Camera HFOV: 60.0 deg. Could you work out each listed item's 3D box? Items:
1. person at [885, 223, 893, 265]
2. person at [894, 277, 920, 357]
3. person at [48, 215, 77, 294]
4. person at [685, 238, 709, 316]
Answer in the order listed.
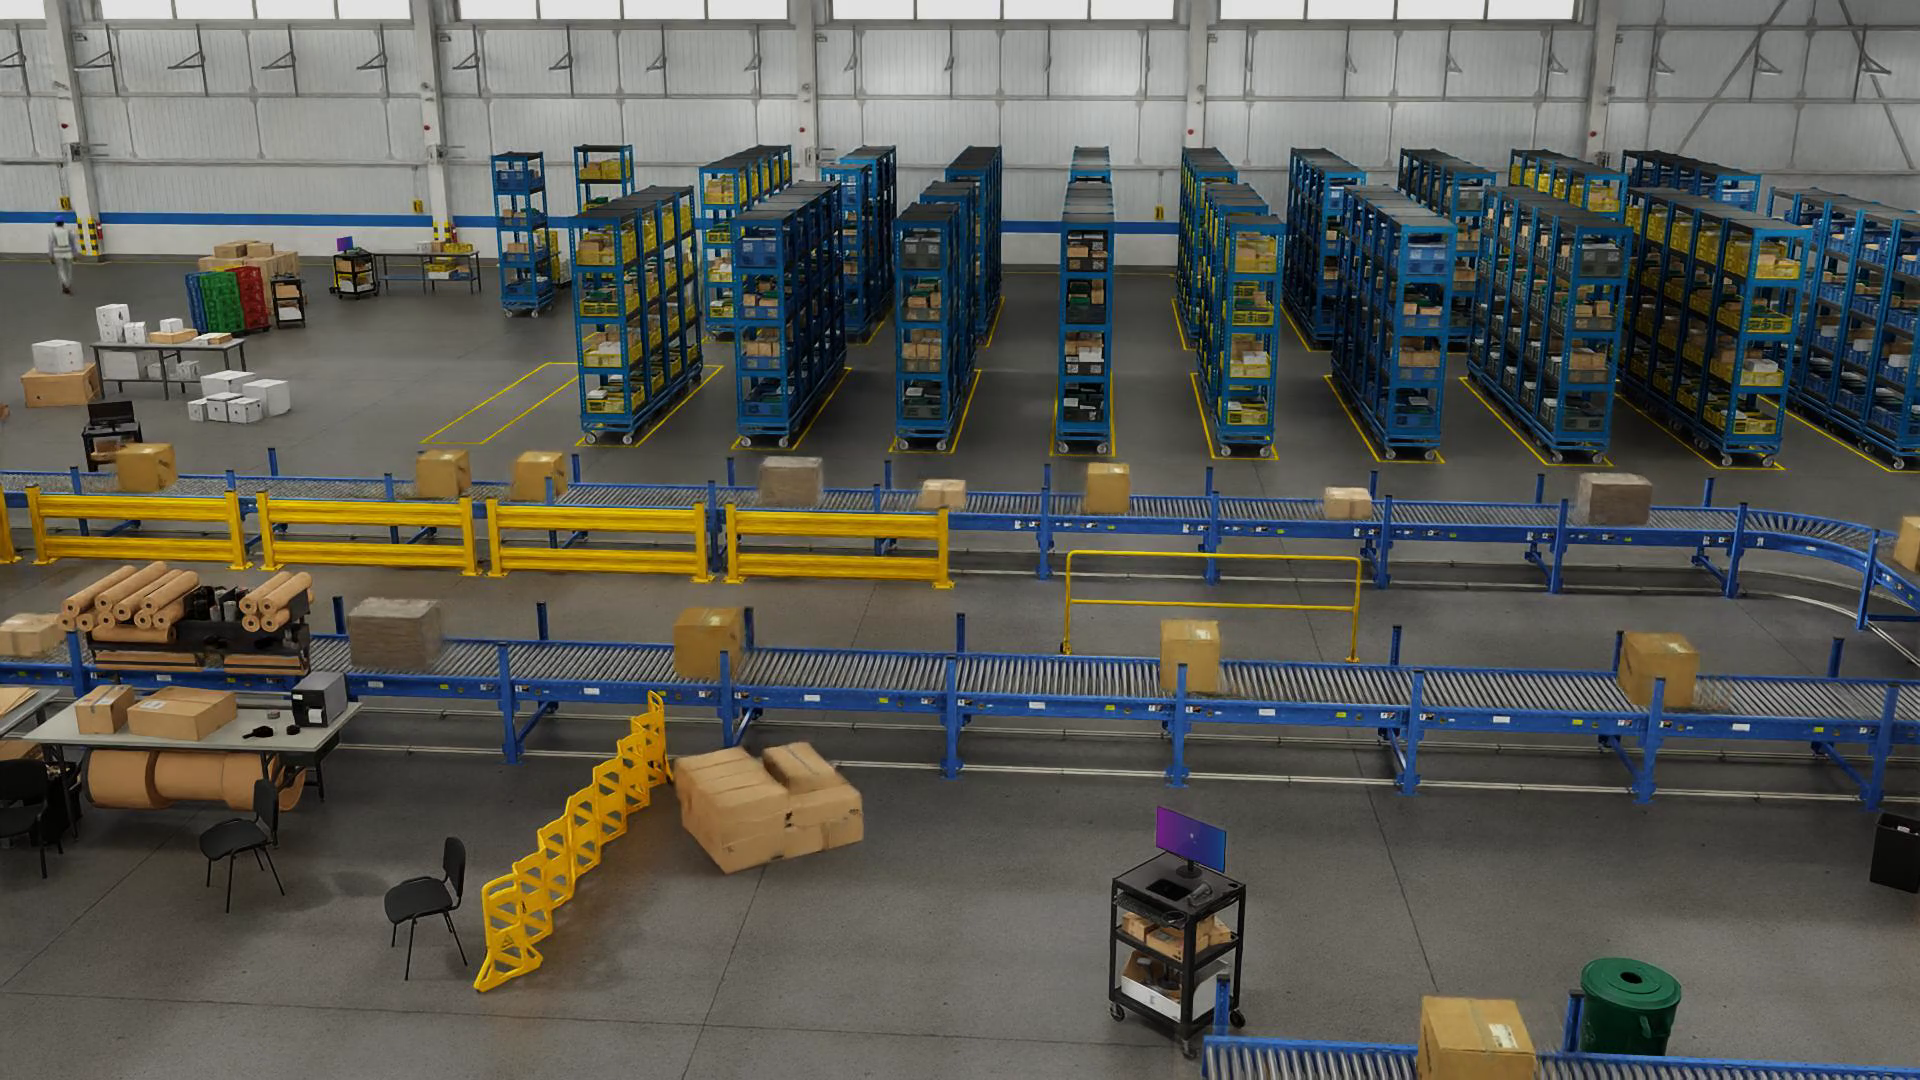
[{"bbox_3d":[-1.995,-7.398,42.070,0.653,1.819,0.487,-6,18,-18],"label":"person"},{"bbox_3d":[-0.886,-4.312,32.082,0.944,1.944,0.653,10,20,29],"label":"person"},{"bbox_3d":[-21.767,-6.918,40.380,0.634,1.916,0.429,-13,22,-35],"label":"person"},{"bbox_3d":[-5.914,-5.851,37.183,0.613,1.785,0.890,-3,18,-8],"label":"person"}]
